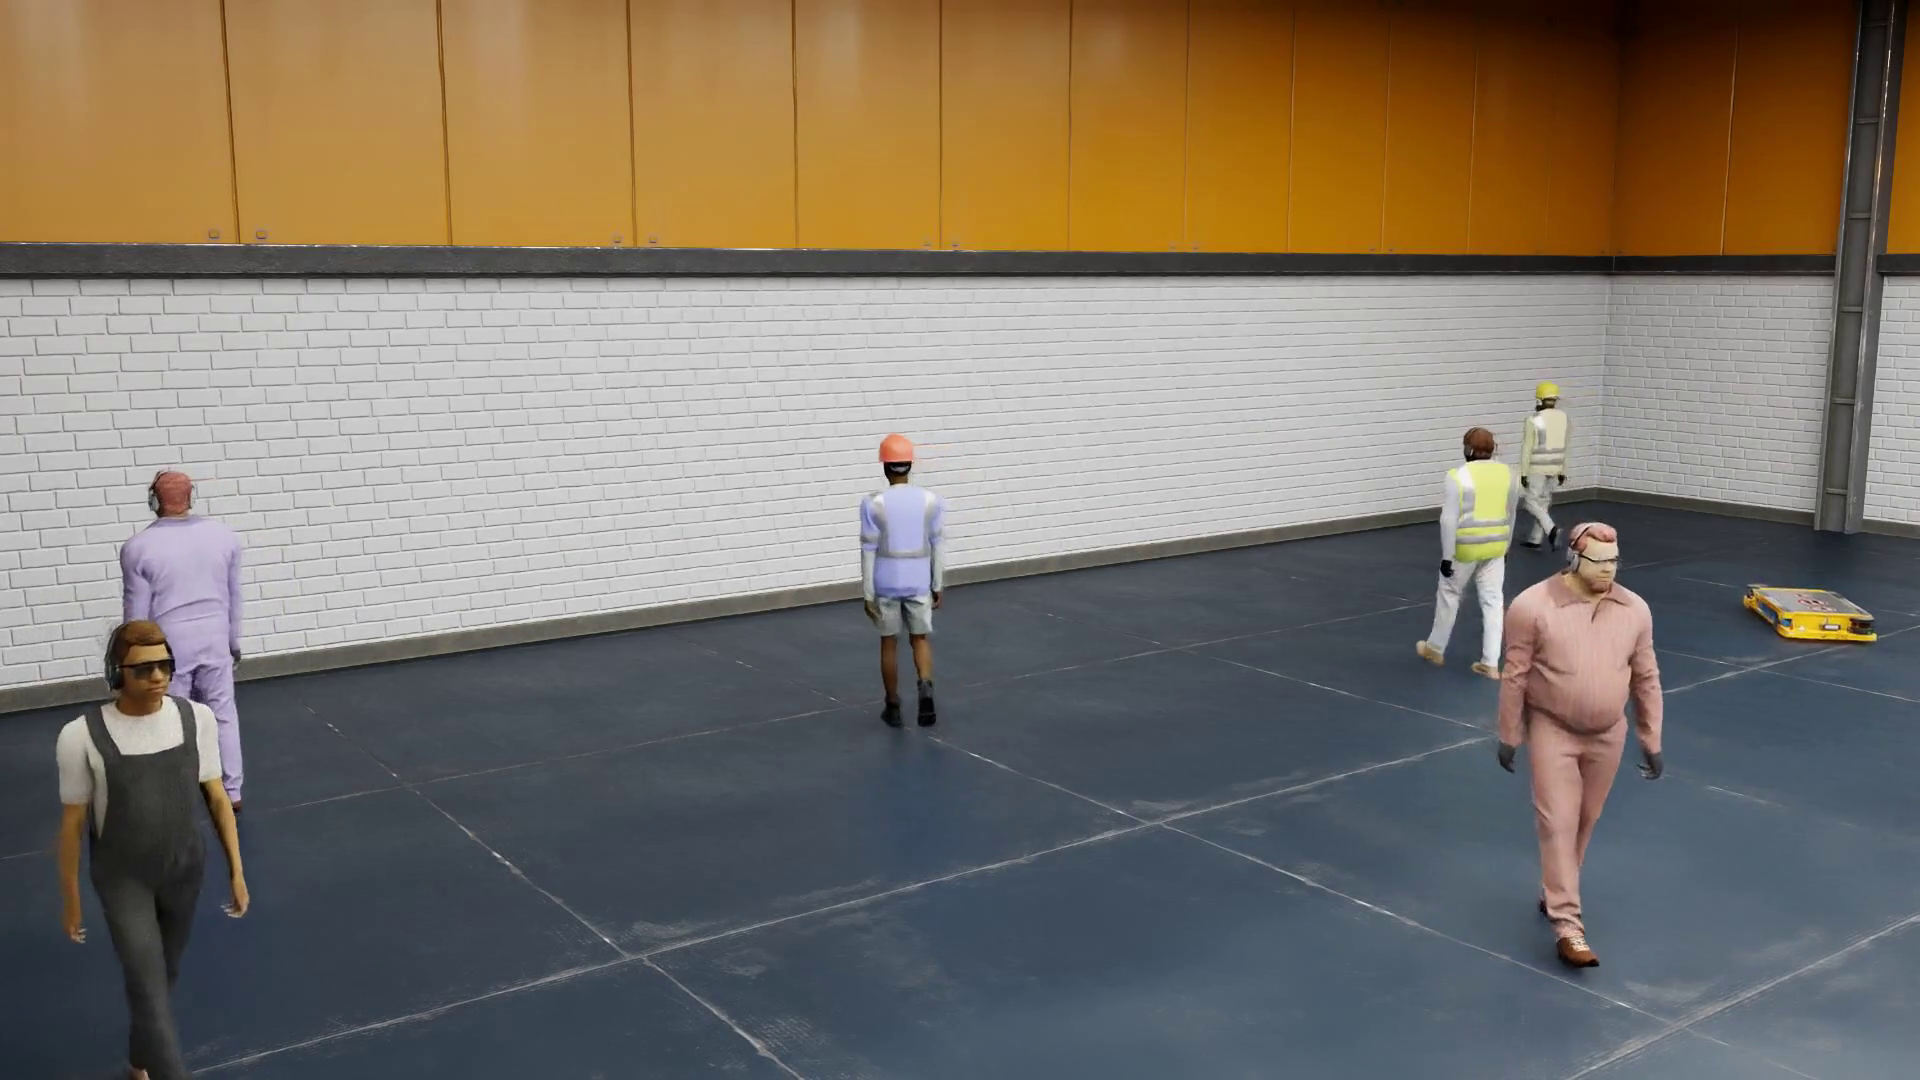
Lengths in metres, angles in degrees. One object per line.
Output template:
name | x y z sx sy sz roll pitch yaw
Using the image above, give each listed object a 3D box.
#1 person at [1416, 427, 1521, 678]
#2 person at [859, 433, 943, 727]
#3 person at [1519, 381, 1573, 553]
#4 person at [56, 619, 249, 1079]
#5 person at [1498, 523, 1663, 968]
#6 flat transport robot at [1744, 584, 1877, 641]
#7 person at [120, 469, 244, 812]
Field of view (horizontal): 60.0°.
person | 3.736 0.070 12.266 0.651 1.806 0.866 -2 9 -13
person | -0.367 0.283 10.599 0.558 1.926 0.630 -3 10 -16
person | 6.096 -0.745 17.301 0.595 1.814 0.698 -3 10 -20
person | -2.710 1.153 5.623 0.974 1.799 0.525 8 12 41
person | 2.715 0.861 7.177 0.672 1.868 0.818 -1 9 -7
flat transport robot | 7.020 0.592 13.777 0.652 0.197 1.431 2 9 12
person | -4.166 0.563 8.948 0.405 1.906 0.651 8 12 40
